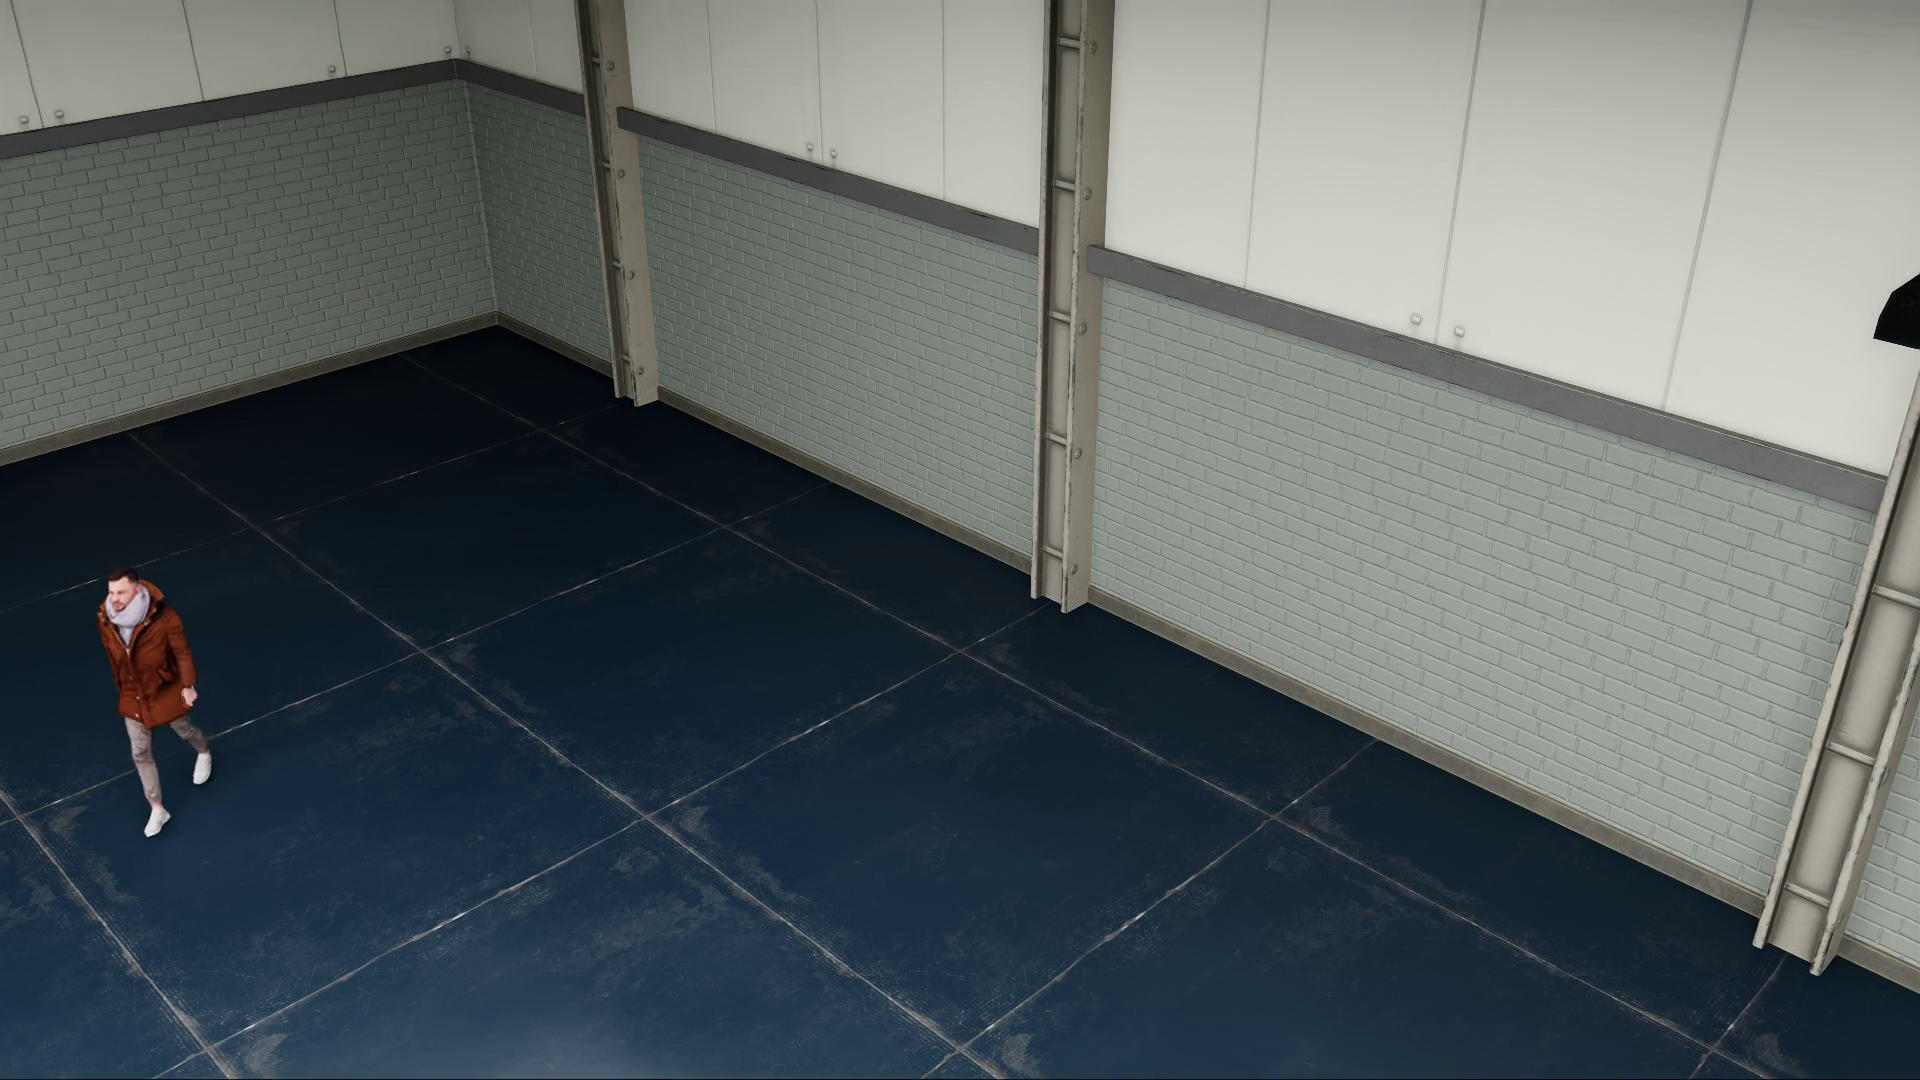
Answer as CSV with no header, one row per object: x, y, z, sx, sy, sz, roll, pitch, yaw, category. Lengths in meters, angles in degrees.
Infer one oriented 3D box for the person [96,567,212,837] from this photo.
-5.300,0.969,11.019,1.129,1.802,1.232,-2,28,-4,person
